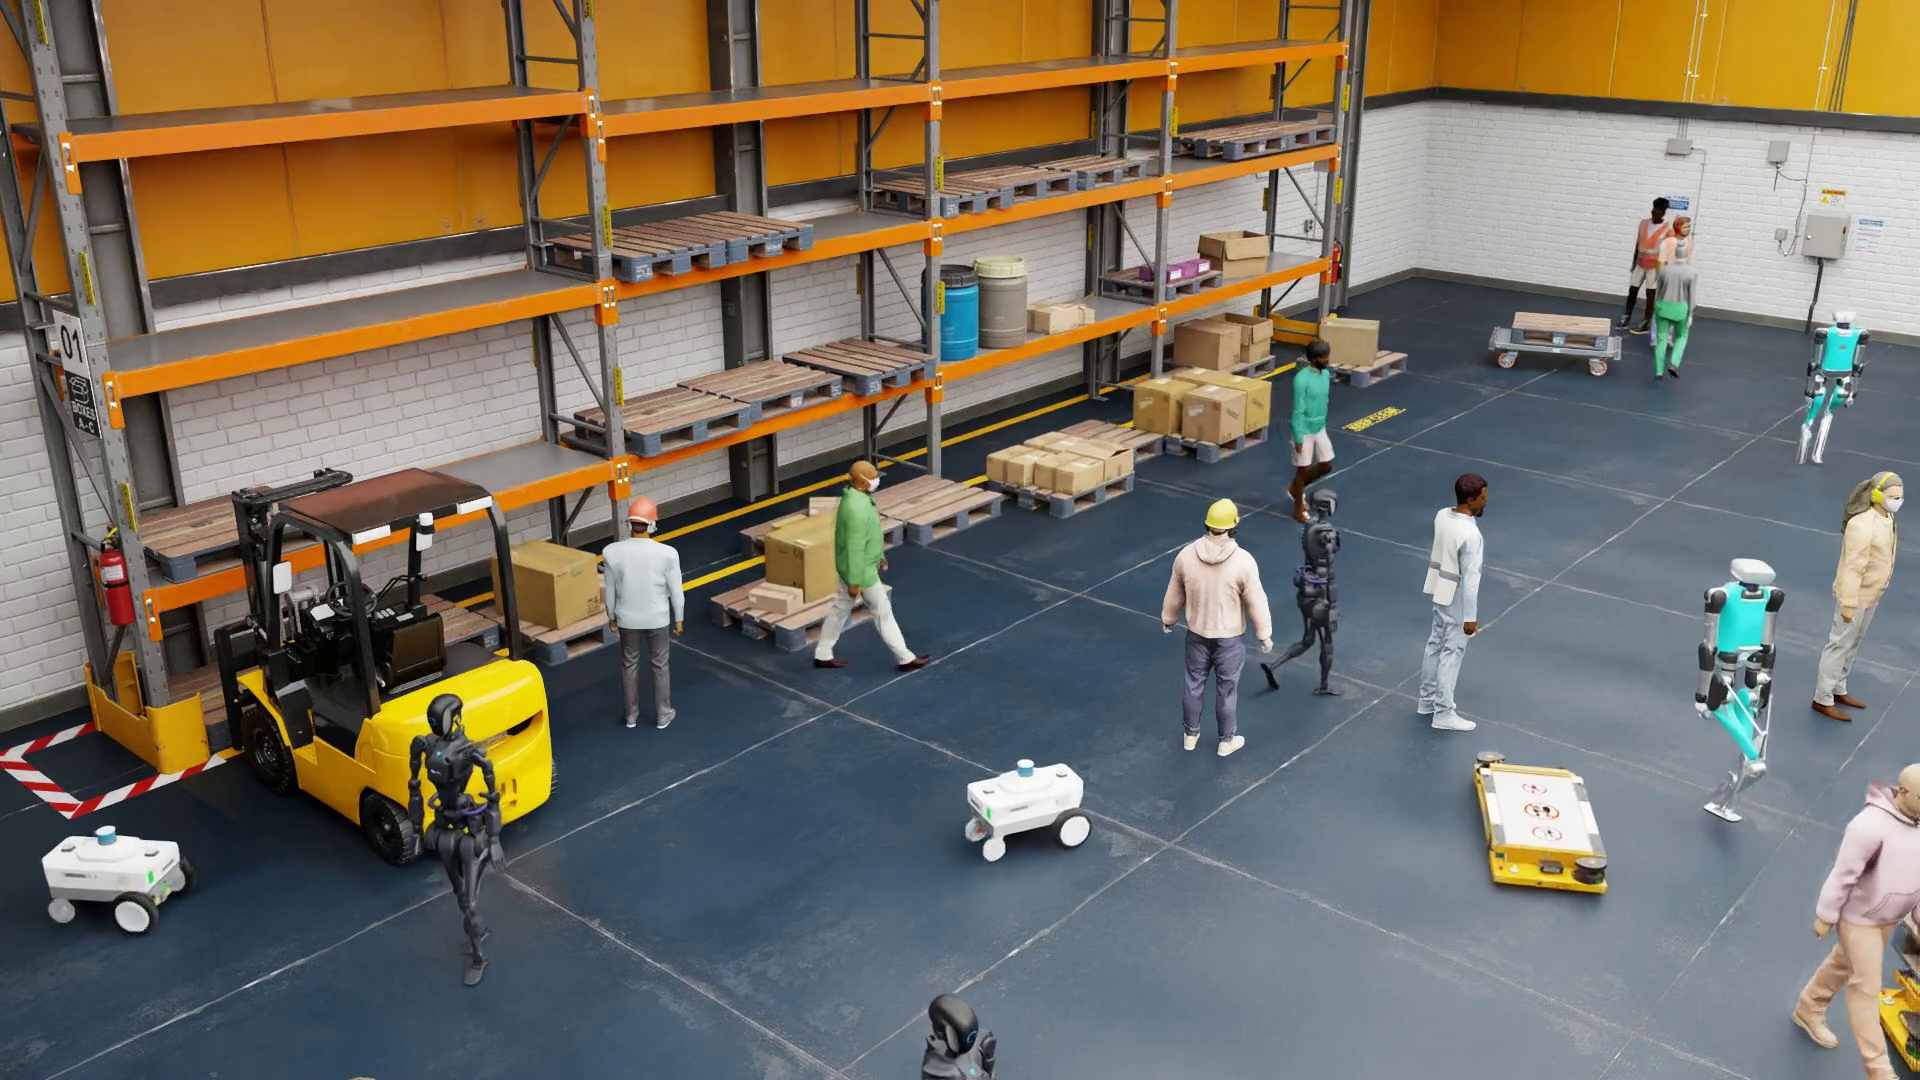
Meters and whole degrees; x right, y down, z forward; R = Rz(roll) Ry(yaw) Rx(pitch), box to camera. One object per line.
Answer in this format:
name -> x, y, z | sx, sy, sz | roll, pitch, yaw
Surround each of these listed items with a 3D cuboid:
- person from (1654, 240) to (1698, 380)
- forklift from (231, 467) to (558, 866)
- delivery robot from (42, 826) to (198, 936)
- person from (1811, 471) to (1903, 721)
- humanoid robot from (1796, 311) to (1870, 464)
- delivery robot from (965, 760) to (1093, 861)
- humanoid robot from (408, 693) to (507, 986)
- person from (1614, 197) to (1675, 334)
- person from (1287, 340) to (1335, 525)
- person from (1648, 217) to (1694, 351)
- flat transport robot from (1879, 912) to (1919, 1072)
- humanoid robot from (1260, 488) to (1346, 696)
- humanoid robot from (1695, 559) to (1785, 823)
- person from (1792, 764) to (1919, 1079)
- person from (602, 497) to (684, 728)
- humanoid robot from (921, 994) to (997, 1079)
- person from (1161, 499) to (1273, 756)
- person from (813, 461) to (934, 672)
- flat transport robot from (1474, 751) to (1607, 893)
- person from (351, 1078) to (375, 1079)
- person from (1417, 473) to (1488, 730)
person -> 9.134, -2.945, 21.265 | 0.512, 1.829, 0.422 | 12, 23, 30
forklift -> -3.730, 0.710, 10.856 | 2.313, 2.155, 1.214 | 17, 26, 38
delivery robot -> -4.970, 1.971, 9.797 | 0.795, 0.593, 0.499 | 2, 20, 6
person -> 6.575, 0.388, 12.184 | 0.562, 1.874, 0.390 | -18, 27, -40
humanoid robot -> 9.295, -1.583, 17.870 | 0.541, 1.884, 0.755 | 4, 21, 12
delivery robot -> 0.419, 1.669, 10.570 | 0.738, 0.563, 0.499 | -9, 22, -23
humanoid robot -> -2.774, 1.614, 9.153 | 0.602, 1.641, 0.566 | 7, 21, 17
person -> 9.814, -3.915, 23.731 | 0.479, 1.948, 0.630 | -13, 24, -31
person -> 3.381, -1.045, 16.115 | 0.512, 1.835, 0.443 | -15, 25, -35
person -> 9.724, -3.498, 22.744 | 0.568, 1.849, 0.380 | -10, 22, -24
flat transport robot -> 5.577, 2.552, 8.637 | 1.431, 0.231, 0.659 | 2, 20, 6
humanoid robot -> 2.634, 0.393, 12.466 | 0.602, 1.635, 0.597 | -2, 20, -7
humanoid robot -> 5.037, 1.071, 10.565 | 0.567, 1.804, 0.813 | -4, 21, -11
person -> 4.595, 1.906, 8.273 | 0.534, 1.734, 0.885 | -9, 22, -22
person -> -2.267, 0.530, 11.994 | 0.572, 1.737, 0.351 | 0, 20, -1
humanoid robot -> -0.055, 2.504, 6.740 | 0.460, 1.647, 0.613 | 14, 25, 34
person -> 1.771, 0.619, 11.567 | 0.796, 1.867, 0.407 | 9, 22, 23
person -> -0.717, 0.211, 12.867 | 0.950, 1.735, 0.534 | -3, 21, -9
flat transport robot -> 3.705, 1.797, 10.681 | 0.659, 0.231, 1.431 | 4, 21, 11
person -> -2.002, 2.696, 5.837 | 0.634, 1.937, 0.360 | -8, 22, -20
person -> 3.558, 0.434, 11.995 | 0.378, 1.917, 0.598 | -3, 20, -7
